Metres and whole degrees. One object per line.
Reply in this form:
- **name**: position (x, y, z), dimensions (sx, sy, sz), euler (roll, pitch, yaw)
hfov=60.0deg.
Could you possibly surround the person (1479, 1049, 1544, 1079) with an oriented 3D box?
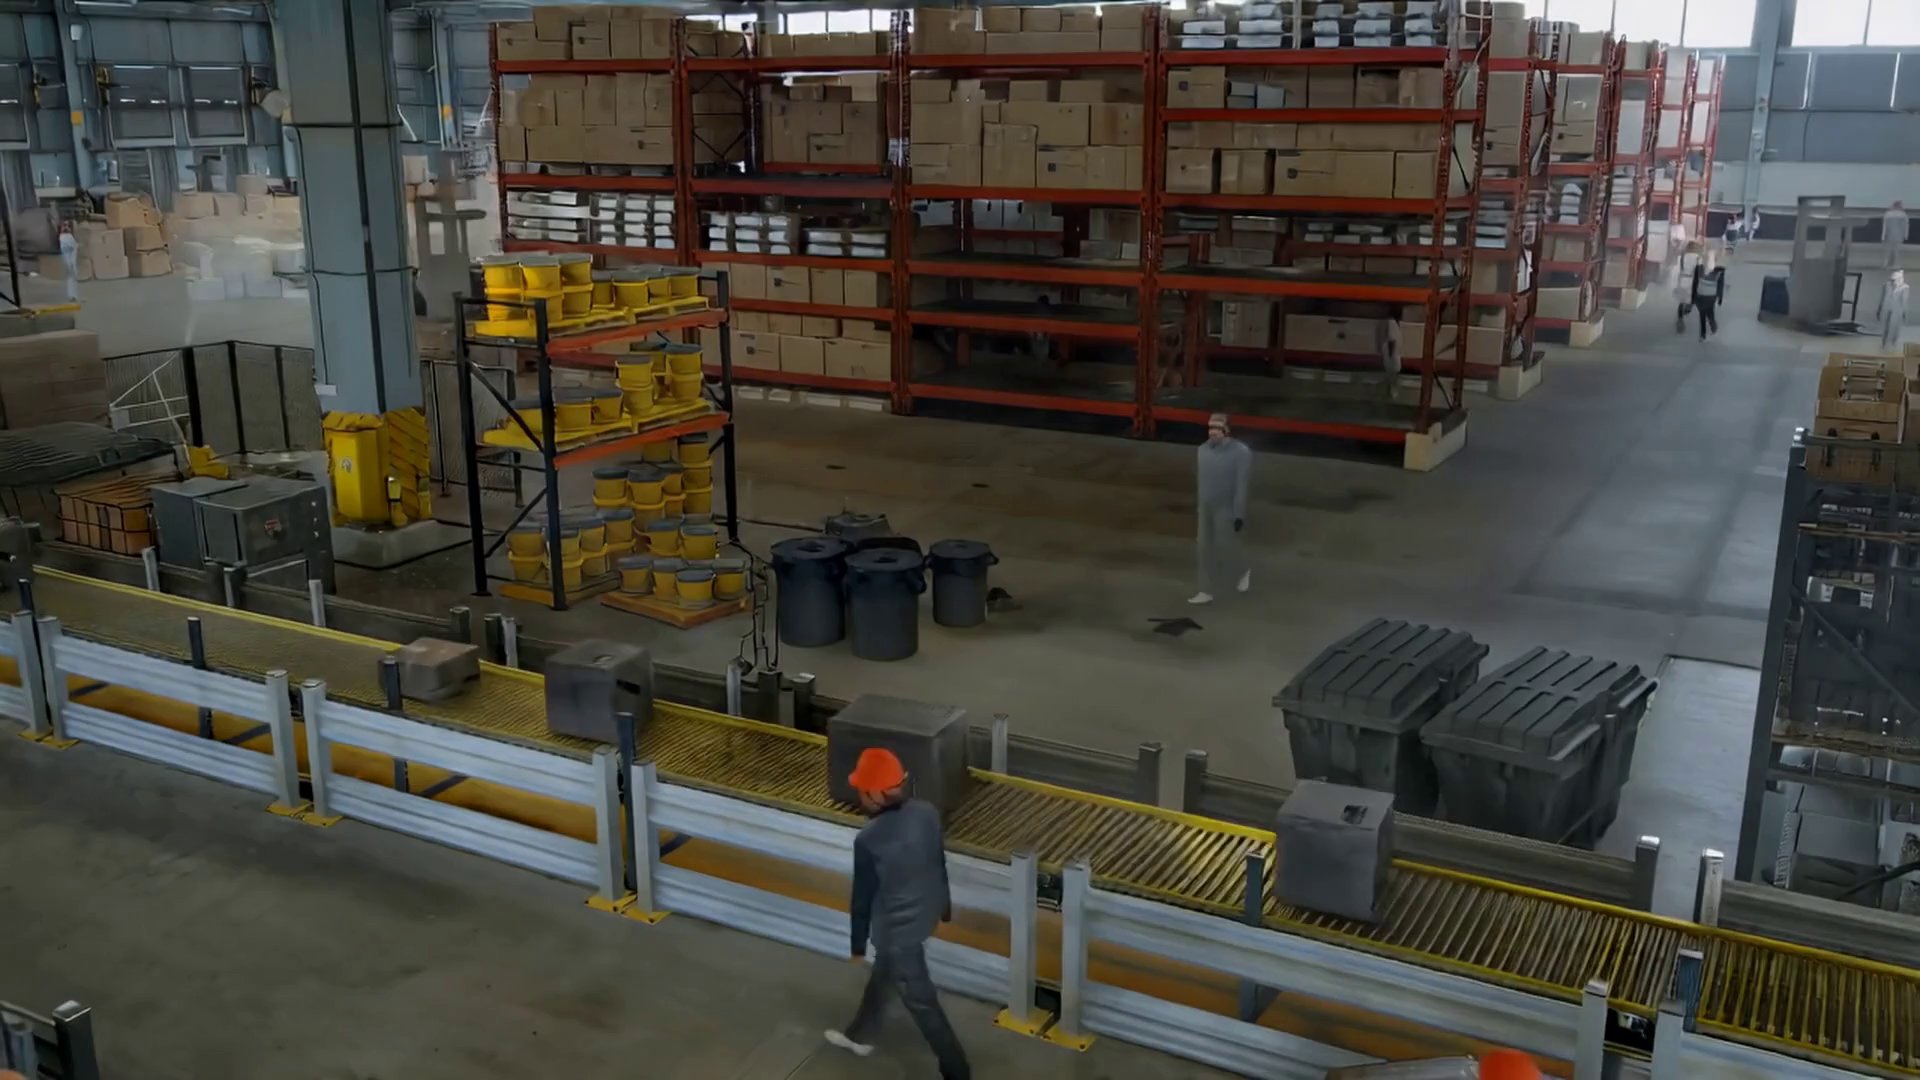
- **person**: position (1.965, 2.558, 5.815), dimensions (0.800, 1.666, 0.537), euler (3, 15, 12)

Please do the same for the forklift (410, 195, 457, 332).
- **forklift**: position (-11.056, -5.871, 35.172), dimensions (1.873, 2.768, 1.129), euler (8, 17, 28)

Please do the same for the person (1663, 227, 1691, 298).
- **person**: position (17.382, -6.696, 40.322), dimensions (0.641, 1.816, 0.738), euler (0, 15, -2)

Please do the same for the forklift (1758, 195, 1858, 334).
- **forklift**: position (18.057, -5.879, 35.202), dimensions (1.129, 2.768, 1.873), euler (-2, 15, -8)

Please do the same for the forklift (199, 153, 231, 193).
- **forklift**: position (-27.440, -12.865, 61.464), dimensions (1.873, 2.768, 1.129), euler (8, 17, 28)

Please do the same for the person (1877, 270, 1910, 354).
- **person**: position (17.957, -4.390, 32.019), dimensions (0.523, 1.615, 0.635), euler (9, 17, 30)

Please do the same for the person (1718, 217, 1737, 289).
- **person**: position (19.704, -7.352, 42.718), dimensions (0.571, 1.843, 0.373), euler (-11, 18, -35)

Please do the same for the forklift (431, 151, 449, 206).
- **forklift**: position (-20.054, -13.651, 64.417), dimensions (1.873, 2.768, 1.129), euler (0, 15, 0)

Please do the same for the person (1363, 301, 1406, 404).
- **person**: position (6.865, -3.007, 26.699), dimensions (0.606, 1.674, 0.538), euler (0, 15, 1)

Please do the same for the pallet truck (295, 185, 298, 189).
- **pallet truck**: position (-26.804, -14.617, 69.738), dimensions (1.885, 1.965, 0.823), euler (-14, 20, -42)

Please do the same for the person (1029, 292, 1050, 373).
- **person**: position (1.329, -3.263, 27.631), dimensions (0.319, 1.695, 0.538), euler (-7, 16, -25)

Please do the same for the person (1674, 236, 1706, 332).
- **person**: position (15.273, -5.342, 34.825), dimensions (0.643, 2.019, 0.537), euler (14, 20, 41)

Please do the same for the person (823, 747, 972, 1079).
- **person**: position (-0.284, 1.876, 8.175), dimensions (0.987, 1.776, 0.603), euler (9, 17, 30)

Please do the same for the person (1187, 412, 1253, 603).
- **person**: position (2.555, -0.324, 16.222), dimensions (0.663, 1.886, 0.663), euler (13, 20, 41)

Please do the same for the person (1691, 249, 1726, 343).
- **person**: position (14.993, -4.888, 33.357), dimensions (0.453, 1.900, 0.587), euler (-12, 19, -38)

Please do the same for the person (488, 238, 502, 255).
- **person**: position (-10.145, -5.759, 36.774), dimensions (0.527, 1.819, 0.931), euler (14, 20, 42)

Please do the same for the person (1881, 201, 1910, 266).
- **person**: position (27.592, -9.027, 48.962), dimensions (0.883, 1.871, 0.685), euler (-12, 19, -39)

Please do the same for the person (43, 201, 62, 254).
- **person**: position (-27.353, -9.321, 50.226), dimensions (0.960, 1.798, 0.526), euler (-13, 20, -41)

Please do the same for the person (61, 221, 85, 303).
- **person**: position (-21.404, -6.699, 40.048), dimensions (0.380, 1.959, 0.603), euler (-8, 17, -27)
